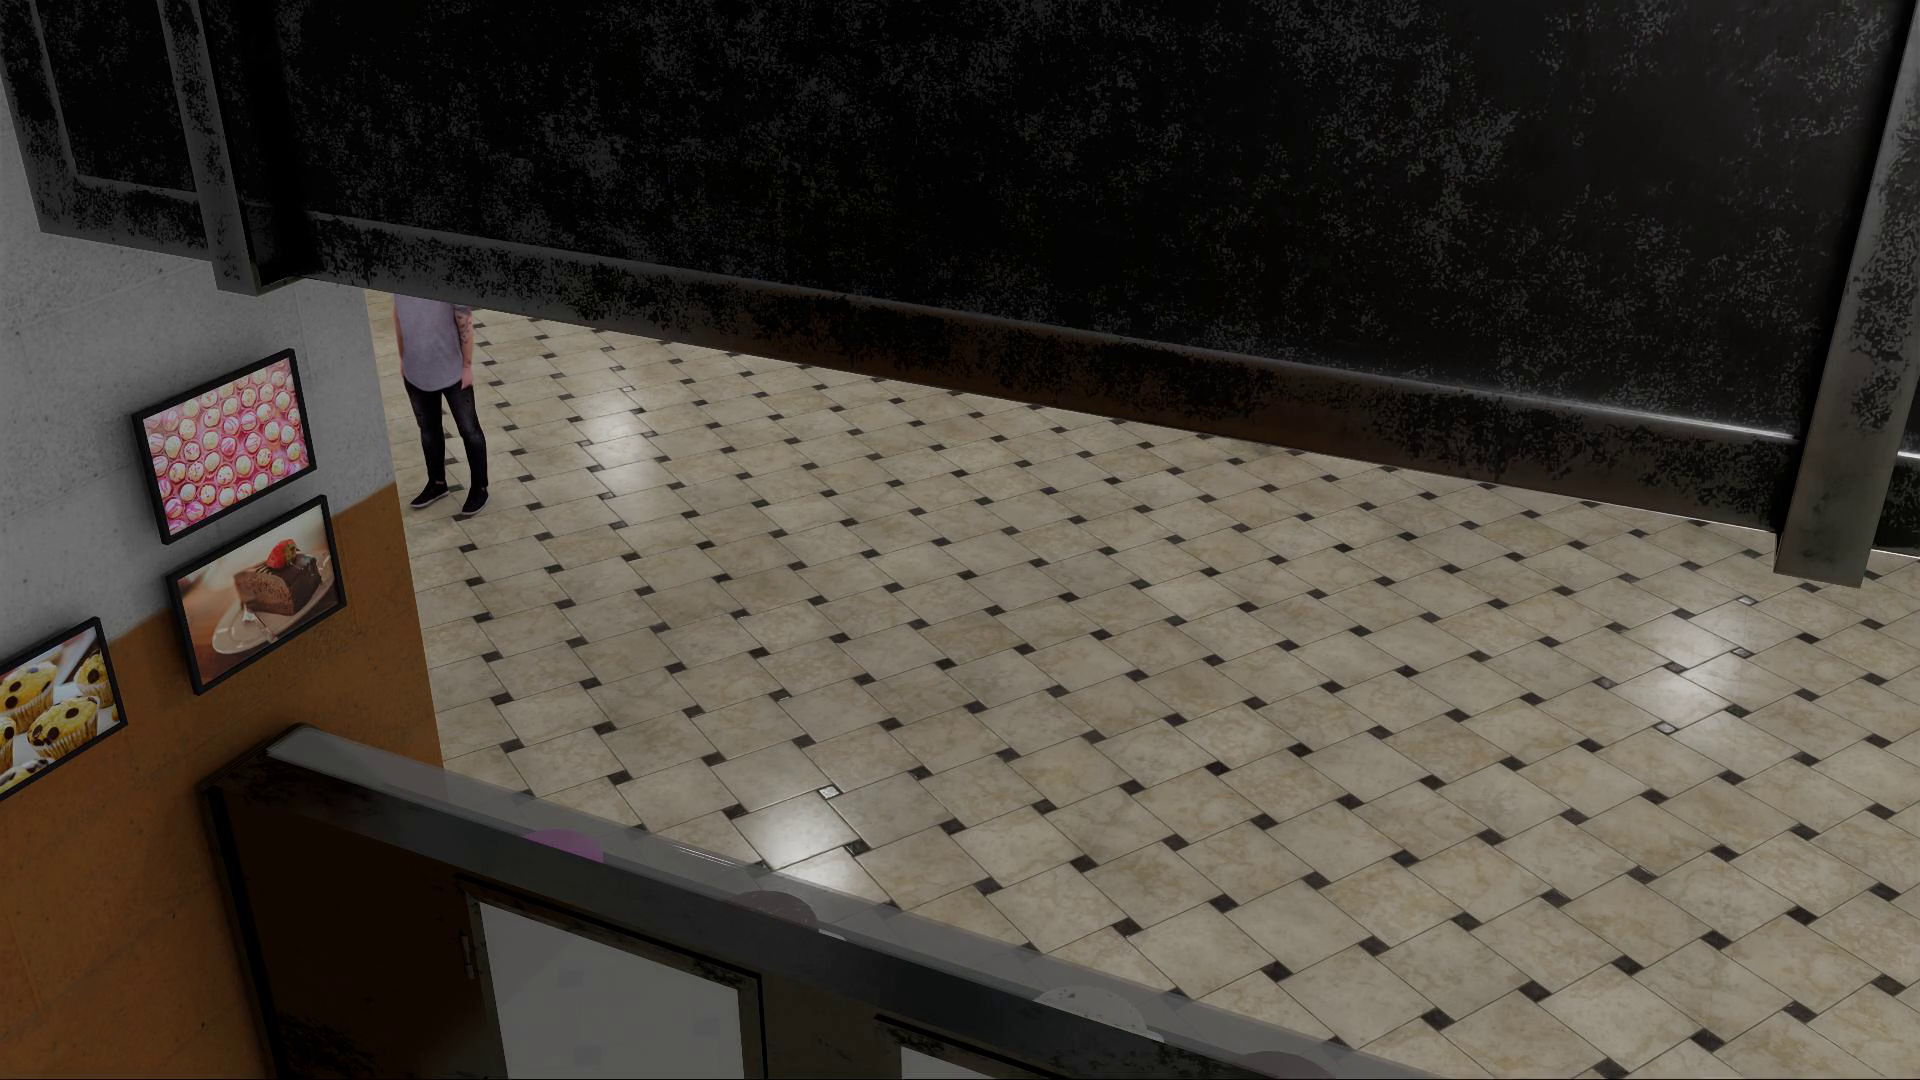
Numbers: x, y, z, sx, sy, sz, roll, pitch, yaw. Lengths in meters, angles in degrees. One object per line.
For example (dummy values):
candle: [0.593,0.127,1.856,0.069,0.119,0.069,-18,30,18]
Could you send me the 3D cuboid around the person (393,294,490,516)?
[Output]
person: [-3.130,-1.055,9.966,0.690,1.838,0.623,8,28,15]
